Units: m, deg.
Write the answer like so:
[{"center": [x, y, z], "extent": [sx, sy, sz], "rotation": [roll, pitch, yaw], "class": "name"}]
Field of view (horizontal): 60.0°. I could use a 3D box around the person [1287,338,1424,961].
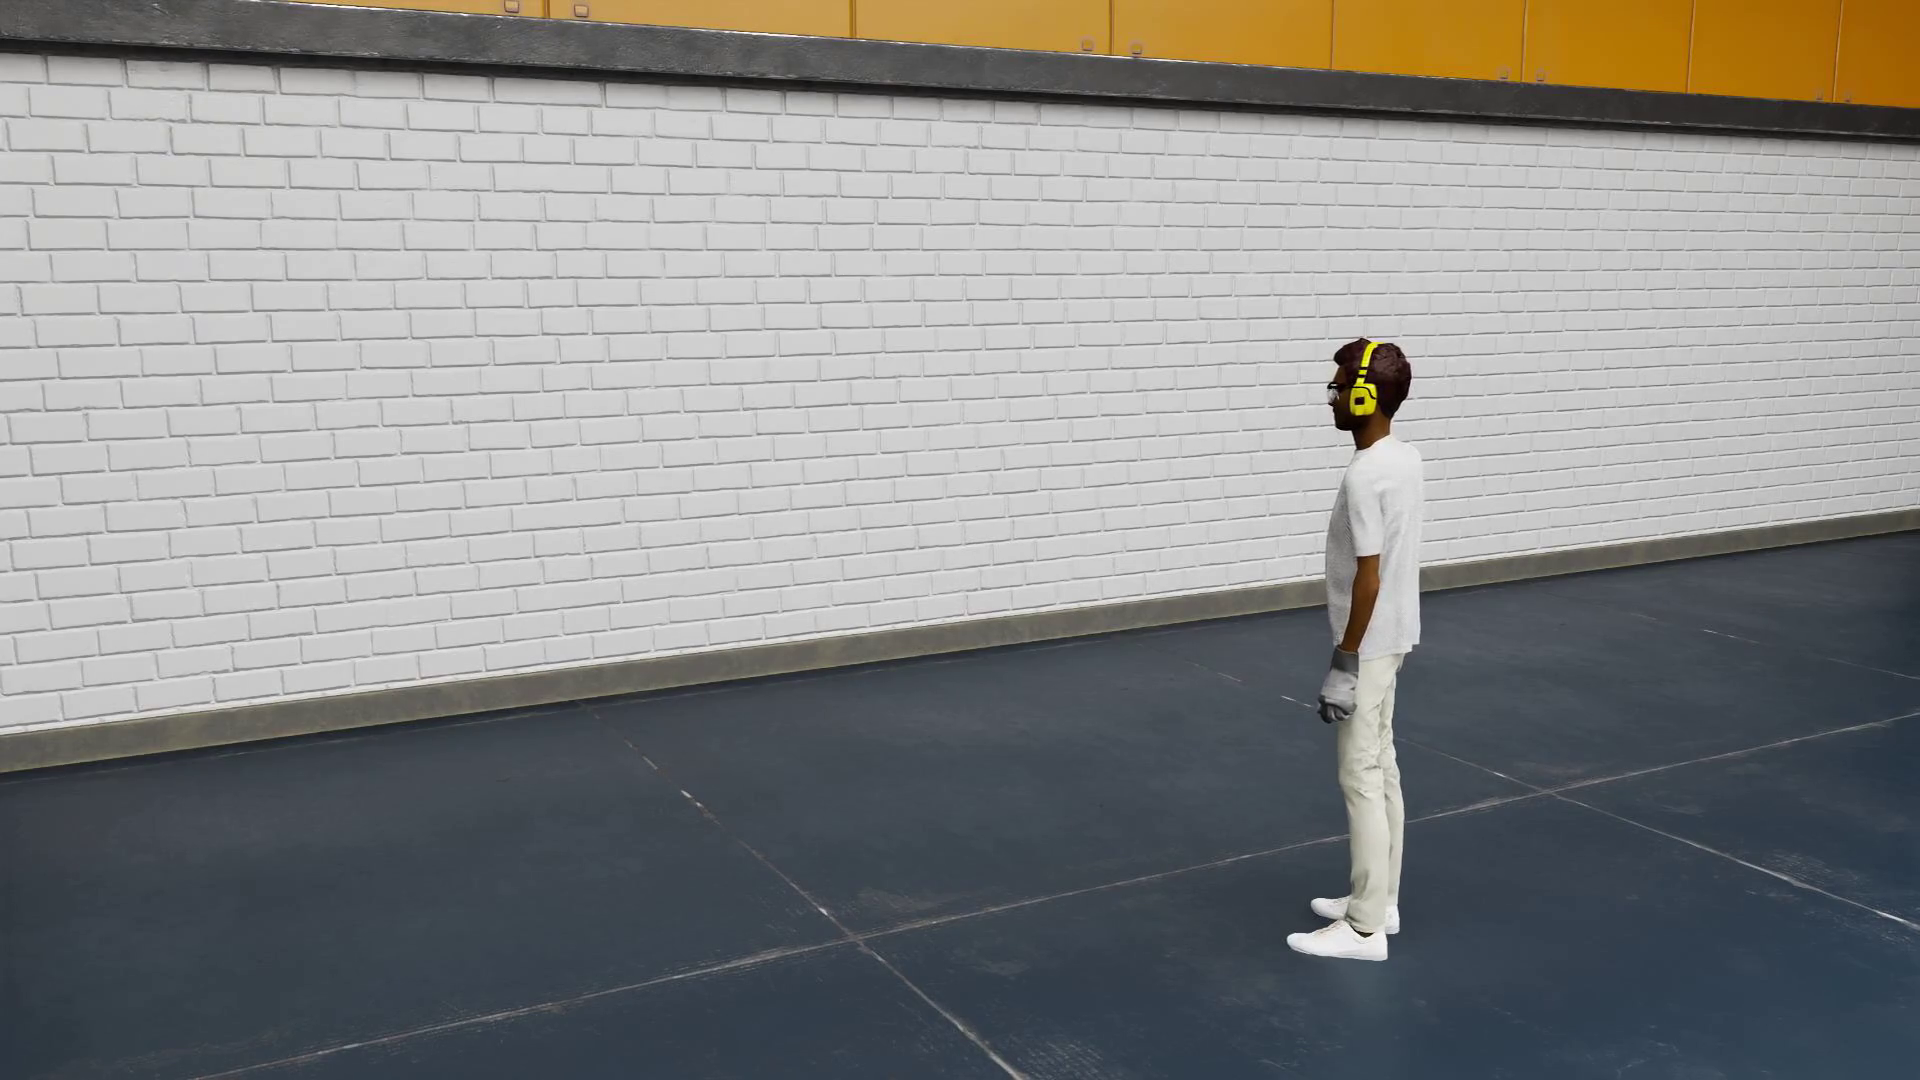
[{"center": [1.207, 0.334, 5.016], "extent": [0.327, 1.872, 0.517], "rotation": [5, 11, 27], "class": "person"}]
